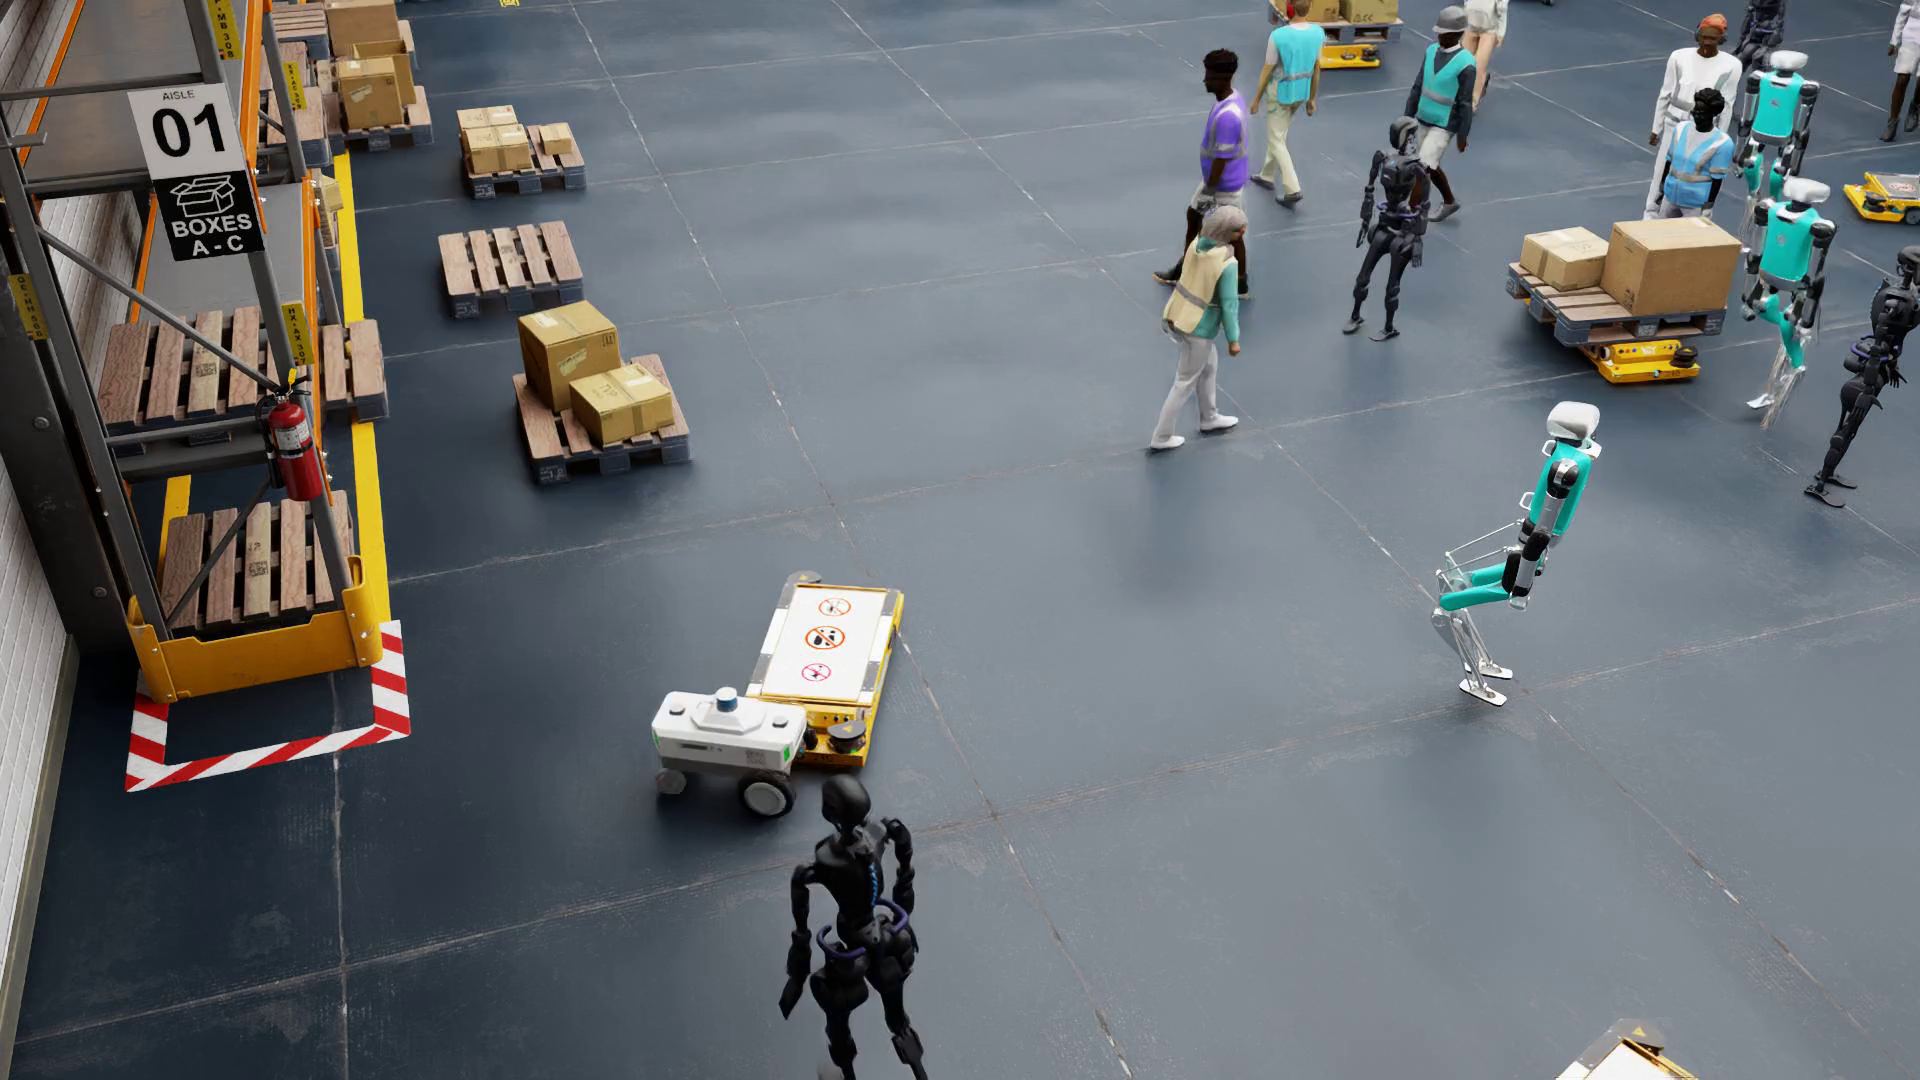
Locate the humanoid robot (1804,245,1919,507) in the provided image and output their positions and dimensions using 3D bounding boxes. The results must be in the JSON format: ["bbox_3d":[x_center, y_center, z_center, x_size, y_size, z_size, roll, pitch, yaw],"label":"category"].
[{"bbox_3d":[5.561,-1.014,10.113,0.315,1.655,0.599,27,42,35],"label":"humanoid robot"}]

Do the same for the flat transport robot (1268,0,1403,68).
[{"bbox_3d":[4.073,-5.480,18.263,0.659,0.231,1.431,-3,33,-5],"label":"flat transport robot"}]

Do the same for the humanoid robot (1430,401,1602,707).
[{"bbox_3d":[2.695,0.032,8.343,0.735,1.677,0.533,17,37,24],"label":"humanoid robot"}]

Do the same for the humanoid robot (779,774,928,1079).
[{"bbox_3d":[-0.341,1.580,6.169,0.600,1.646,0.489,-25,40,-33],"label":"humanoid robot"}]

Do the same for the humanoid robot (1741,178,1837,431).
[{"bbox_3d":[5.475,-1.537,10.901,0.820,1.808,0.530,-17,37,-24],"label":"humanoid robot"}]

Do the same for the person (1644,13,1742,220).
[{"bbox_3d":[5.905,-3.314,13.474,0.589,1.878,0.346,20,38,27],"label":"person"}]

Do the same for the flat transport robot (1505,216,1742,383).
[{"bbox_3d":[4.782,-1.575,12.274,0.659,0.231,1.431,-5,33,-8],"label":"flat transport robot"}]

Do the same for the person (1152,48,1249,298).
[{"bbox_3d":[1.864,-2.736,12.534,0.870,1.925,0.620,2,33,4],"label":"person"}]

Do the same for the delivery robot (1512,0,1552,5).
[{"bbox_3d":[6.939,-6.771,19.997,0.499,0.612,0.796,15,36,21],"label":"delivery robot"}]

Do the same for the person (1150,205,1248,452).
[{"bbox_3d":[1.591,-1.354,10.641,0.769,1.666,0.503,-11,35,-17],"label":"person"}]

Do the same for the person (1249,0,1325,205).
[{"bbox_3d":[2.795,-3.812,14.282,0.584,1.812,0.807,-19,38,-27],"label":"person"}]

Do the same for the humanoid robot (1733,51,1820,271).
[{"bbox_3d":[6.437,-2.992,13.169,0.547,1.852,0.758,27,42,35],"label":"humanoid robot"}]

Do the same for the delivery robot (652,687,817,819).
[{"bbox_3d":[-1.100,0.983,8.089,0.789,0.593,0.499,6,34,9],"label":"delivery robot"}]

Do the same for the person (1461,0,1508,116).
[{"bbox_3d":[5.140,-4.991,16.245,0.616,1.650,0.504,-25,41,-33],"label":"person"}]

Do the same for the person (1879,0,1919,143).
[{"bbox_3d":[8.992,-4.675,15.517,0.557,1.918,0.458,23,40,31],"label":"person"}]

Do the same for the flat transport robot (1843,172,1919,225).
[{"bbox_3d":[8.476,-2.920,14.337,1.431,0.231,0.659,5,33,8],"label":"flat transport robot"}]

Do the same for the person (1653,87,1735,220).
[{"bbox_3d":[5.454,-2.563,12.488,0.317,1.691,0.533,-18,37,-25],"label":"person"}]

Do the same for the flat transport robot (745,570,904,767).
[{"bbox_3d":[-0.720,0.658,8.849,0.659,0.231,1.431,4,33,5],"label":"flat transport robot"}]

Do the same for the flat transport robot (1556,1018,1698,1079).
[{"bbox_3d":[2.390,2.380,6.208,1.431,0.231,0.659,-26,41,-33],"label":"flat transport robot"}]

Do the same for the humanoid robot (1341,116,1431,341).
[{"bbox_3d":[3.098,-2.209,11.957,0.400,1.652,0.602,-22,39,-30],"label":"humanoid robot"}]

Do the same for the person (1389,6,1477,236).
[{"bbox_3d":[3.938,-3.439,13.649,0.898,1.900,0.561,-14,36,-21],"label":"person"}]

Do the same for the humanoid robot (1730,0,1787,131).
[{"bbox_3d":[7.585,-4.713,15.803,0.325,1.654,0.616,-3,33,-5],"label":"humanoid robot"}]
